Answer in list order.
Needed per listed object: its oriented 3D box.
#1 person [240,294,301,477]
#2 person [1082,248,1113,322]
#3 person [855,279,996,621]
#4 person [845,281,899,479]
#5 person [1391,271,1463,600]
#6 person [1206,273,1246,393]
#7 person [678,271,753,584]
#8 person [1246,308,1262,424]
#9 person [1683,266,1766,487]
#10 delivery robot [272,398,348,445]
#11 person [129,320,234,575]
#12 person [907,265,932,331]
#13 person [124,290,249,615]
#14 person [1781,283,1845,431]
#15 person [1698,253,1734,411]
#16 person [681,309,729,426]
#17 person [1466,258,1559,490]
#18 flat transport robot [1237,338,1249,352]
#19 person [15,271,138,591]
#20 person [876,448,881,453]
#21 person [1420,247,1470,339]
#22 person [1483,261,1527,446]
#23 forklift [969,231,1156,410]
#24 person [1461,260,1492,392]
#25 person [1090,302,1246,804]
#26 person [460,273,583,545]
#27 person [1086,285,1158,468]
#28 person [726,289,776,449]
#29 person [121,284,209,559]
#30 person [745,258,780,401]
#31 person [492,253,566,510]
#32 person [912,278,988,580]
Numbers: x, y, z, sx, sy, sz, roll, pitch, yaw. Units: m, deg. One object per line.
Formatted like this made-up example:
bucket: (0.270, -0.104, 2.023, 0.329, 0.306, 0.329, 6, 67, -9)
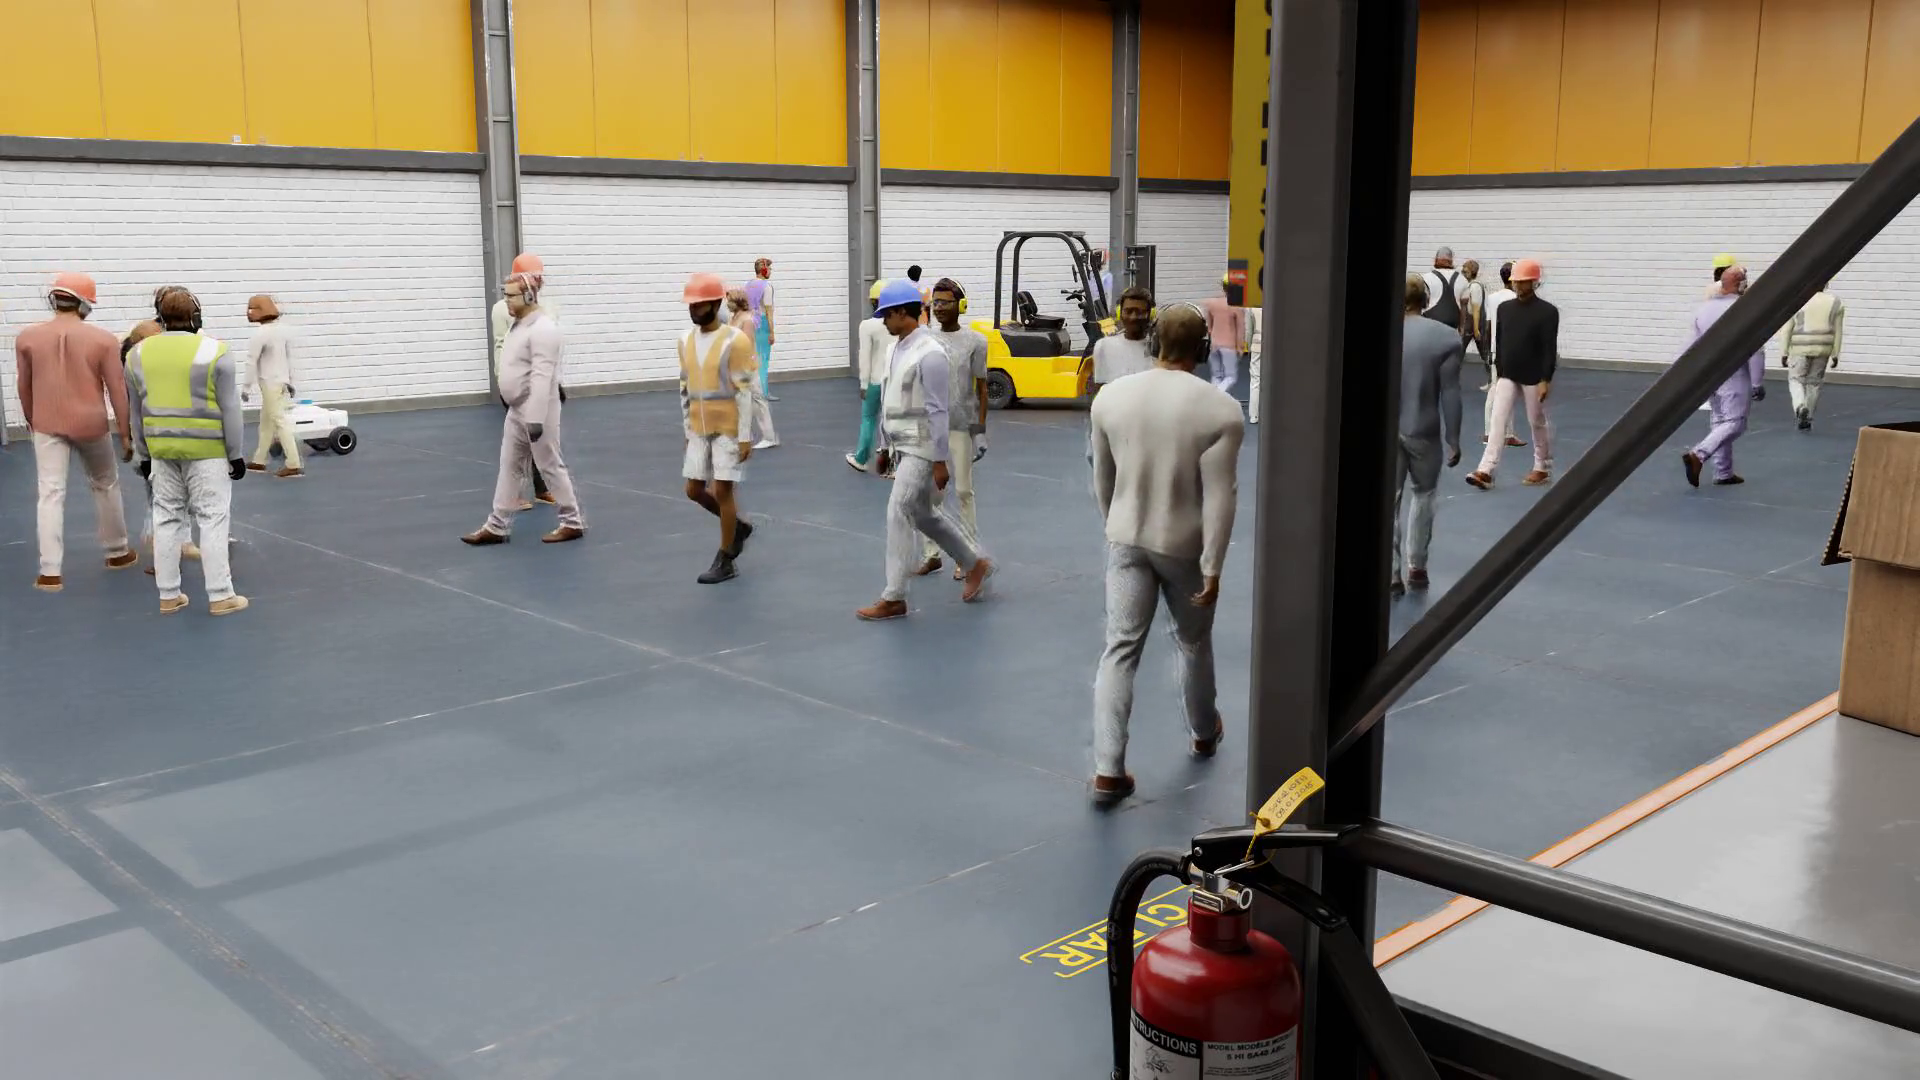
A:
person: (-6.182, -1.352, 14.675, 0.744, 1.601, 0.530, 1, 10, 8)
person: (2.315, -3.876, 27.616, 0.683, 1.920, 0.563, -10, 14, -42)
person: (-0.187, -0.524, 9.422, 0.917, 1.900, 0.612, -5, 11, -24)
person: (-0.707, -1.407, 14.651, 0.549, 1.721, 0.867, -6, 12, -30)
person: (2.656, -0.631, 9.929, 0.662, 1.910, 0.781, 4, 11, 19)
person: (2.981, -2.200, 18.962, 0.549, 1.739, 0.573, 8, 13, 38)
person: (-1.480, -0.700, 10.302, 0.554, 1.923, 0.580, 6, 12, 30)
person: (3.455, -2.105, 18.720, 0.511, 1.639, 0.308, 8, 13, 36)
person: (6.437, -1.366, 14.030, 0.782, 1.880, 0.648, -4, 11, -20)
delivery robot: (-6.321, -1.133, 16.121, 0.477, 0.478, 0.707, 9, 14, 40)
person: (-4.882, -0.559, 10.363, 0.540, 1.616, 0.510, 4, 11, 21)
person: (-0.672, -3.220, 24.662, 0.535, 1.694, 0.318, 4, 11, 20)
person: (-4.359, -0.489, 9.420, 0.638, 1.832, 0.432, 1, 10, 6)
person: (9.218, -2.060, 18.002, 0.598, 1.814, 0.673, 3, 11, 16)
person: (9.224, -2.519, 20.204, 0.605, 1.916, 0.422, -5, 12, -26)
person: (-2.702, -1.946, 18.004, 0.905, 1.583, 0.480, -8, 13, -39)
person: (4.710, -1.385, 13.978, 1.044, 1.935, 0.647, -8, 13, -39)
flat transport robot: (5.078, -3.568, 30.430, 0.652, 0.197, 1.431, 1, 10, 7)
person: (-5.469, -0.684, 10.280, 0.646, 1.918, 0.928, -4, 11, -19)
person: (-0.642, -1.653, 16.299, 0.640, 1.606, 0.530, -4, 11, -20)
person: (6.372, -2.936, 22.156, 0.711, 2.000, 0.973, -2, 11, -10)
person: (5.554, -1.887, 16.896, 0.327, 1.874, 0.520, -5, 11, -24)
forklift: (1.222, -2.721, 20.561, 2.313, 2.155, 1.214, 2, 11, 13)
person: (6.980, -2.918, 22.746, 0.969, 1.785, 0.618, 6, 12, 30)
person: (0.786, 0.030, 6.448, 0.634, 1.883, 1.055, 4, 11, 22)
person: (-3.004, -0.884, 11.428, 0.824, 1.869, 0.669, -7, 13, -35)
person: (1.041, -0.633, 10.140, 0.516, 1.849, 0.803, 2, 11, 11)
person: (-2.227, -1.679, 16.503, 0.849, 1.595, 0.558, -6, 12, -30)
person: (-5.127, -0.749, 10.854, 0.444, 1.820, 0.637, 4, 11, 20)
person: (-2.581, -2.699, 21.432, 0.383, 1.837, 0.569, -8, 13, -37)
person: (-3.363, -1.243, 13.042, 0.387, 1.996, 0.611, 9, 14, 40)
person: (-0.069, -0.686, 10.346, 0.521, 1.873, 0.328, 5, 11, 24)
